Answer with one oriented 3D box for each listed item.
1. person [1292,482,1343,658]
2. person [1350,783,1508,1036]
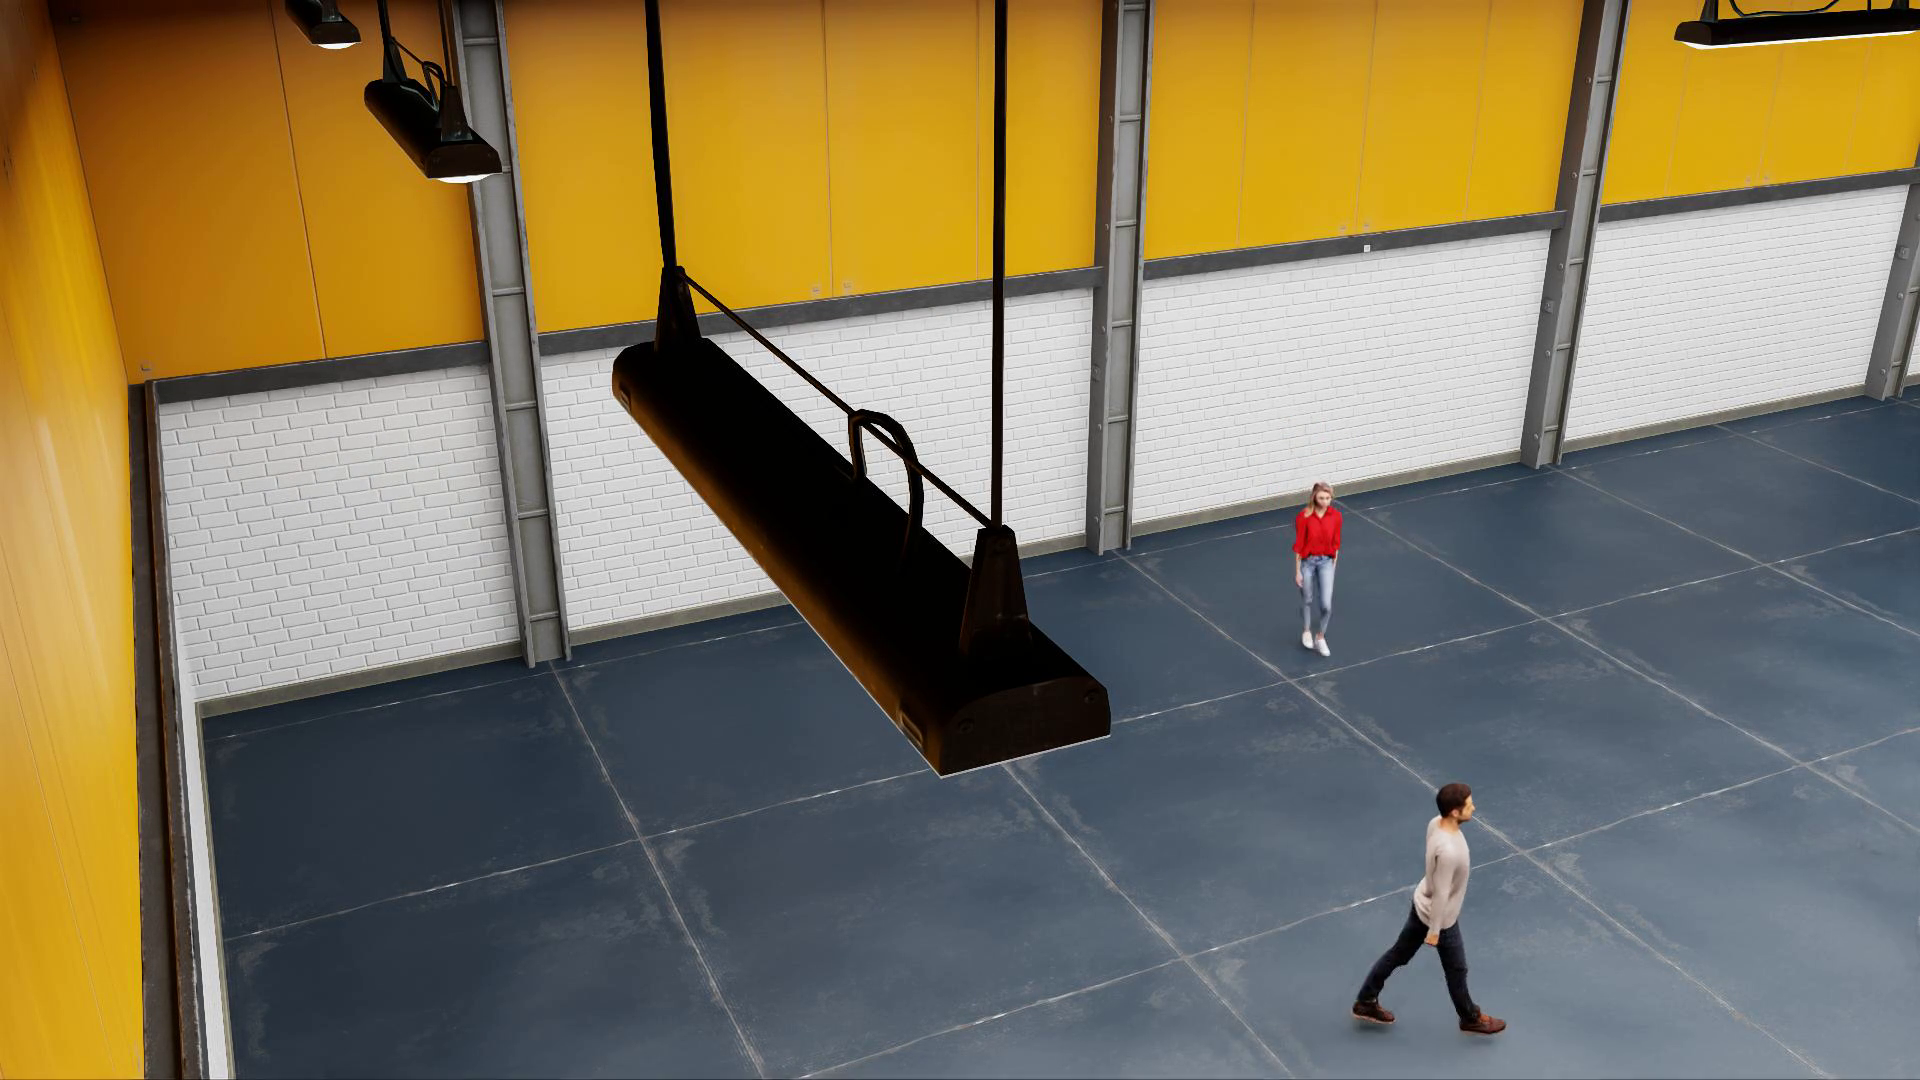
[{"bbox_3d":[3.257,0.214,15.402,0.750,1.684,0.812,-1,24,-2],"label":"person"},{"bbox_3d":[2.875,2.331,10.388,1.312,1.822,1.071,2,24,4],"label":"person"}]
